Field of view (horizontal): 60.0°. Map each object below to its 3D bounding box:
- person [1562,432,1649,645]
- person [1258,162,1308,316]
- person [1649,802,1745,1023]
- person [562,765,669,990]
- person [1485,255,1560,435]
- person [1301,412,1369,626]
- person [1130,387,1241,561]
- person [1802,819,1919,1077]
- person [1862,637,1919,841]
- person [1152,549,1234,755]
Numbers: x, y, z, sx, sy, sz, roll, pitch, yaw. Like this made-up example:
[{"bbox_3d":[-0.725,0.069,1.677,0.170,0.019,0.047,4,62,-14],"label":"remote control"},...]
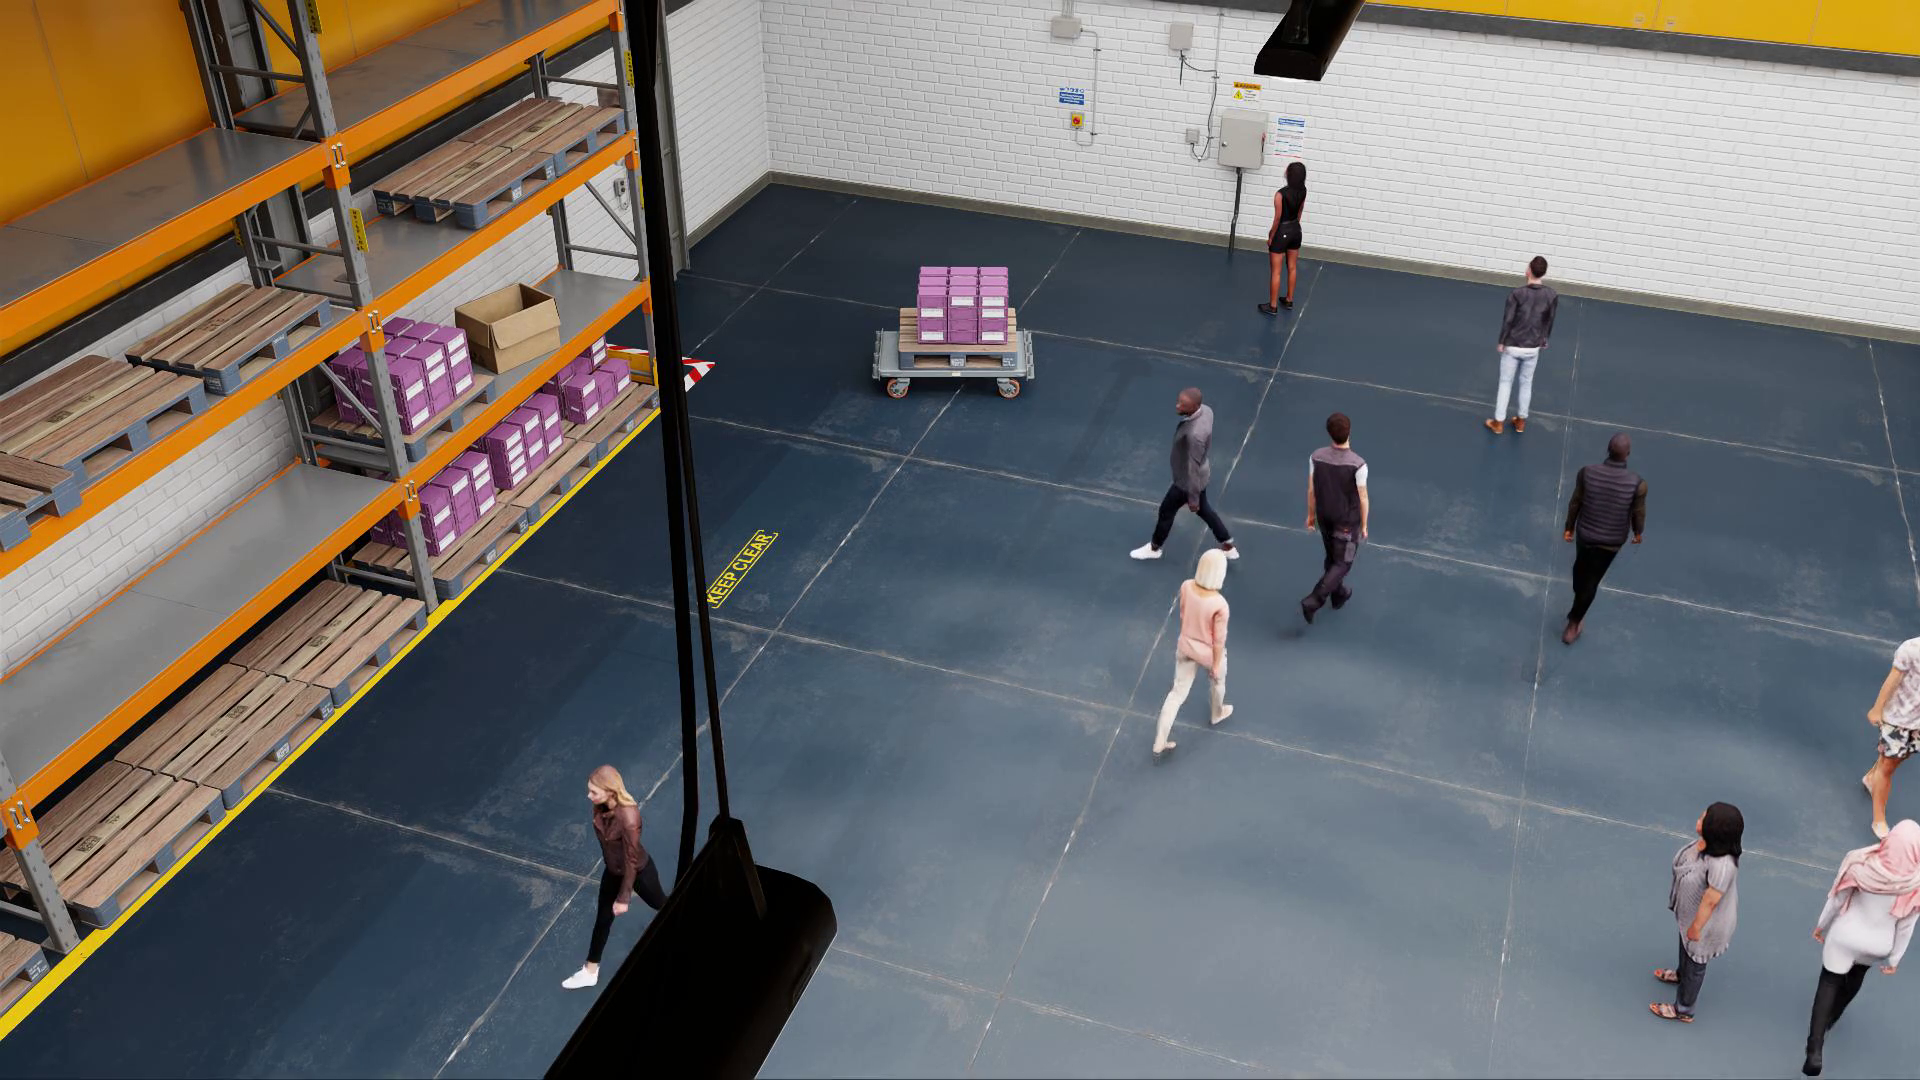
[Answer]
[{"bbox_3d":[5.049,0.023,13.205,0.896,1.798,1.154,22,39,29],"label":"person"},{"bbox_3d":[3.582,-3.333,18.308,0.638,1.738,0.730,-20,39,-28],"label":"person"},{"bbox_3d":[4.516,2.226,10.066,0.697,1.603,0.607,14,36,20],"label":"person"},{"bbox_3d":[-1.963,2.038,10.316,0.936,1.641,1.213,29,43,36],"label":"person"},{"bbox_3d":[5.418,-1.870,16.019,0.728,1.836,0.690,-3,34,-4],"label":"person"},{"bbox_3d":[2.997,-0.130,13.423,0.926,1.812,1.127,29,43,36],"label":"person"},{"bbox_3d":[2.037,-0.504,14.020,0.905,1.773,1.128,10,35,15],"label":"person"},{"bbox_3d":[5.228,2.382,9.674,0.770,1.777,1.155,18,38,25],"label":"person"},{"bbox_3d":[6.584,1.142,11.529,0.888,1.790,1.062,1,34,1],"label":"person"},{"bbox_3d":[1.687,0.839,12.081,0.912,1.683,1.198,29,43,36],"label":"person"}]
